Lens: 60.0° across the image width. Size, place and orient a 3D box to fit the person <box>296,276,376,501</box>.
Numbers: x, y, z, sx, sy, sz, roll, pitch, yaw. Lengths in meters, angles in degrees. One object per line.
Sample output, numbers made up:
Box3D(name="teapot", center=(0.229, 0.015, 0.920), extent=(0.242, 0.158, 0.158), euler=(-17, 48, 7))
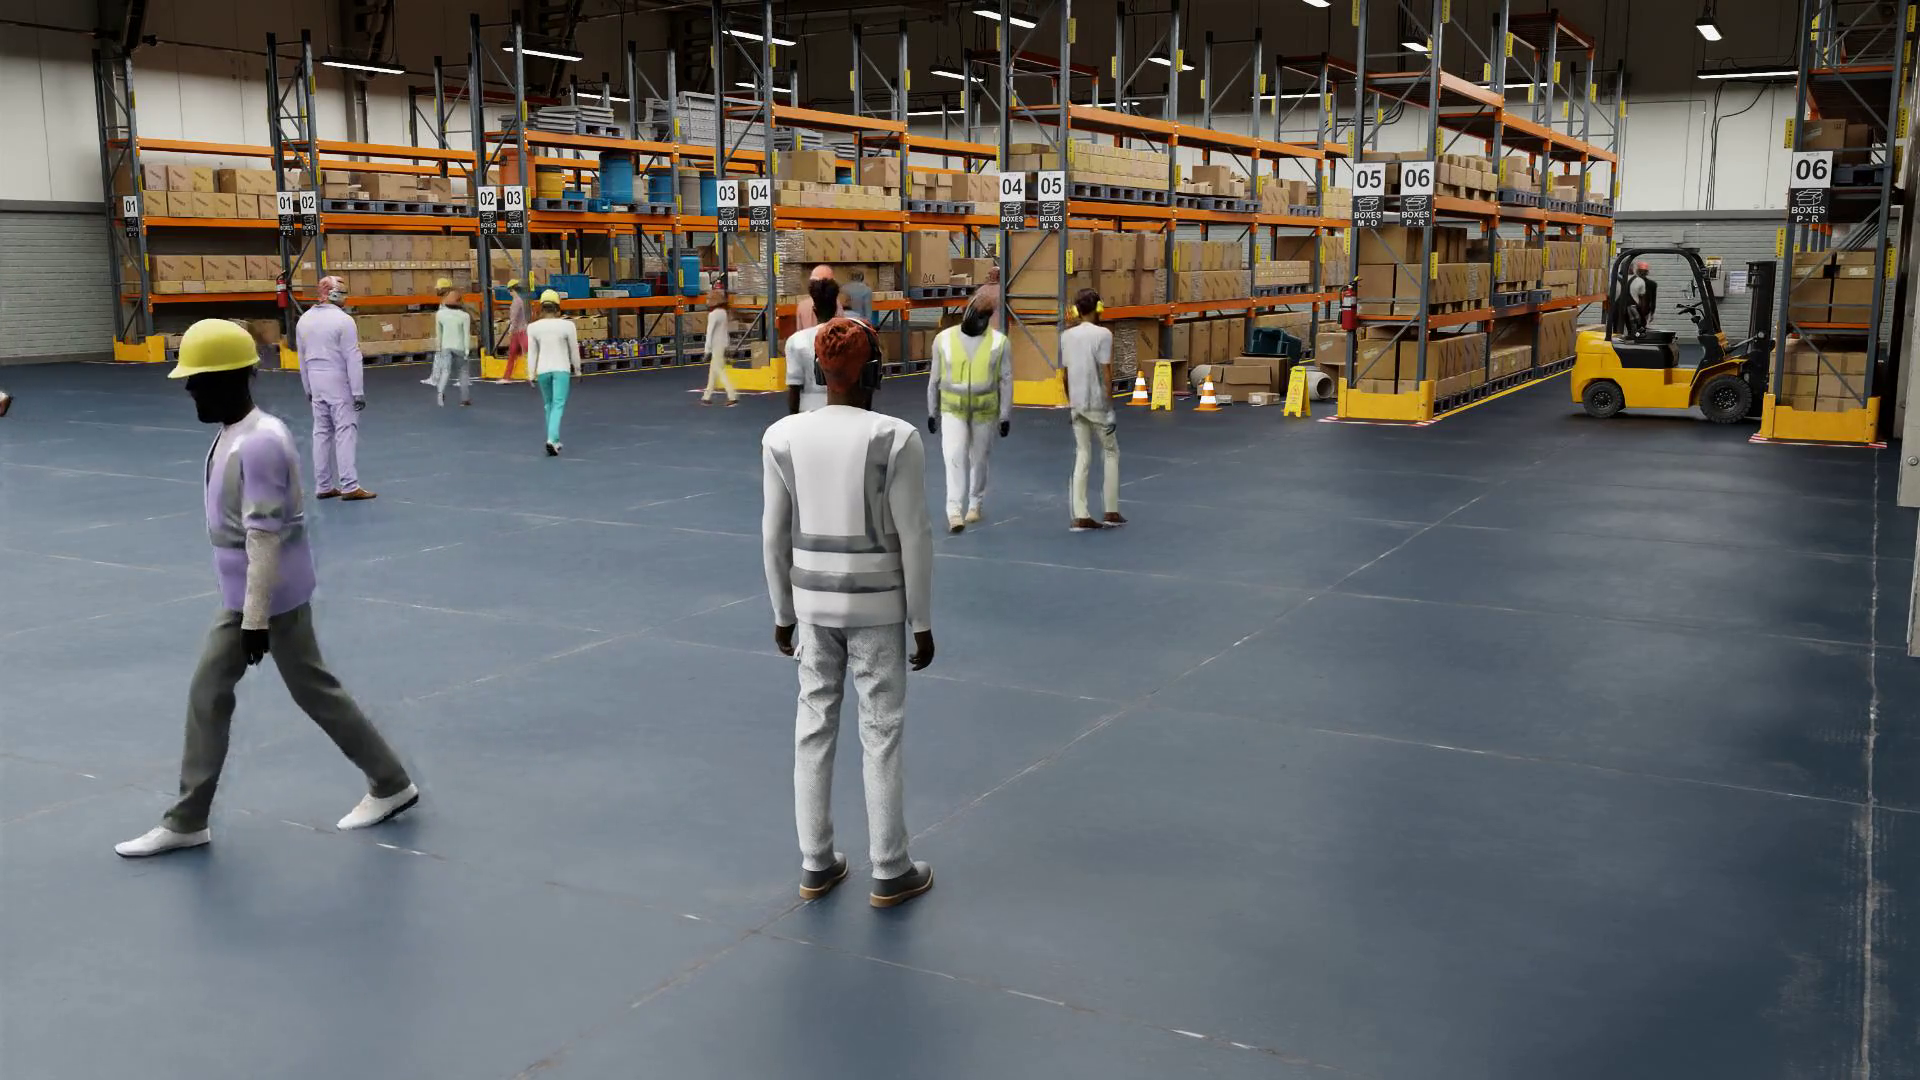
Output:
Box3D(name="person", center=(-5.306, -1.285, 14.167), extent=(0.651, 1.902, 0.403), euler=(5, 11, 27))

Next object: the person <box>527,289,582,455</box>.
Box3D(name="person", center=(-4.286, -1.766, 17.470), extent=(0.524, 1.729, 0.855), euler=(1, 10, 6))

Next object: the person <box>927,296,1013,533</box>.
Box3D(name="person", center=(0.079, -0.961, 12.655), extent=(0.657, 1.776, 0.972), euler=(0, 10, 1))

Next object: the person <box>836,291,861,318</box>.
Box3D(name="person", center=(-1.492, -2.373, 21.319), extent=(0.498, 1.634, 0.284), euler=(1, 10, 7))

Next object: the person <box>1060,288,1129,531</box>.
Box3D(name="person", center=(1.063, -0.994, 12.670), extent=(0.596, 1.829, 0.698), euler=(9, 13, 41))

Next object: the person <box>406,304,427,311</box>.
Box3D(name="person", center=(-11.470, -4.821, 34.992), extent=(0.595, 1.867, 0.991), euler=(3, 10, 20))

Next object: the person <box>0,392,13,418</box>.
Box3D(name="person", center=(-12.137, -2.349, 20.469), extent=(0.589, 1.886, 0.644), euler=(-4, 11, -24))

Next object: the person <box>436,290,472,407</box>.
Box3D(name="person", center=(-6.982, -2.625, 22.872), extent=(0.506, 1.607, 0.694), euler=(0, 10, 2))

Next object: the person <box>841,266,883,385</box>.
Box3D(name="person", center=(-1.548, -3.347, 26.221), extent=(0.638, 1.904, 0.859), euler=(6, 11, 31))

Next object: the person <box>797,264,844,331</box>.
Box3D(name="person", center=(-1.468, -1.958, 17.873), extent=(0.615, 1.995, 0.395), euler=(7, 12, 35))

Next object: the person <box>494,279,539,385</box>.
Box3D(name="person", center=(-7.073, -3.355, 26.870), extent=(0.899, 1.703, 0.601), euler=(-2, 10, -12))

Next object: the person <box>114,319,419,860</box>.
Box3D(name="person", center=(-2.422, 0.162, 5.825), extent=(0.999, 1.873, 0.592), euler=(-7, 12, -36))

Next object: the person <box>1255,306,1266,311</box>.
Box3D(name="person", center=(6.687, -5.192, 37.244), extent=(0.556, 1.826, 0.593), euler=(-8, 12, -37))

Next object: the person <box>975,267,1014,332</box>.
Box3D(name="person", center=(0.564, -3.299, 25.949), extent=(0.654, 1.905, 0.408), euler=(6, 11, 30))

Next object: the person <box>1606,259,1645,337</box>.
Box3D(name="person", center=(12.806, -4.403, 32.020), extent=(0.705, 2.000, 0.682), euler=(5, 11, 25))

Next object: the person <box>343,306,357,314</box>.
Box3D(name="person", center=(-12.937, -4.836, 35.057), extent=(0.530, 1.869, 0.311), euler=(4, 10, 21))

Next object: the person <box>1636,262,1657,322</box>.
Box3D(name="person", center=(13.718, -4.631, 33.596), extent=(0.621, 1.962, 0.925), euler=(3, 10, 16))

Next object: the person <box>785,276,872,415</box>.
Box3D(name="person", center=(-0.887, -0.825, 11.379), extent=(0.607, 1.942, 0.782), euler=(-1, 10, -5))

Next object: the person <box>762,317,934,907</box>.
Box3D(name="person", center=(-0.346, 0.236, 5.320), extent=(0.574, 1.883, 0.355), euler=(4, 10, 21))

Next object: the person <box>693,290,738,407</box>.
Box3D(name="person", center=(-3.378, -2.635, 22.938), extent=(0.703, 1.603, 0.521), euler=(2, 10, 12))

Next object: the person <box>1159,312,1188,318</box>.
Box3D(name="person", center=(4.795, -5.231, 37.430), extent=(0.655, 1.853, 1.019), euler=(3, 10, 16))

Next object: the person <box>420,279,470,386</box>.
Box3D(name="person", center=(-8.241, -3.296, 26.492), extent=(0.842, 1.702, 0.504), euler=(-7, 12, -34))
